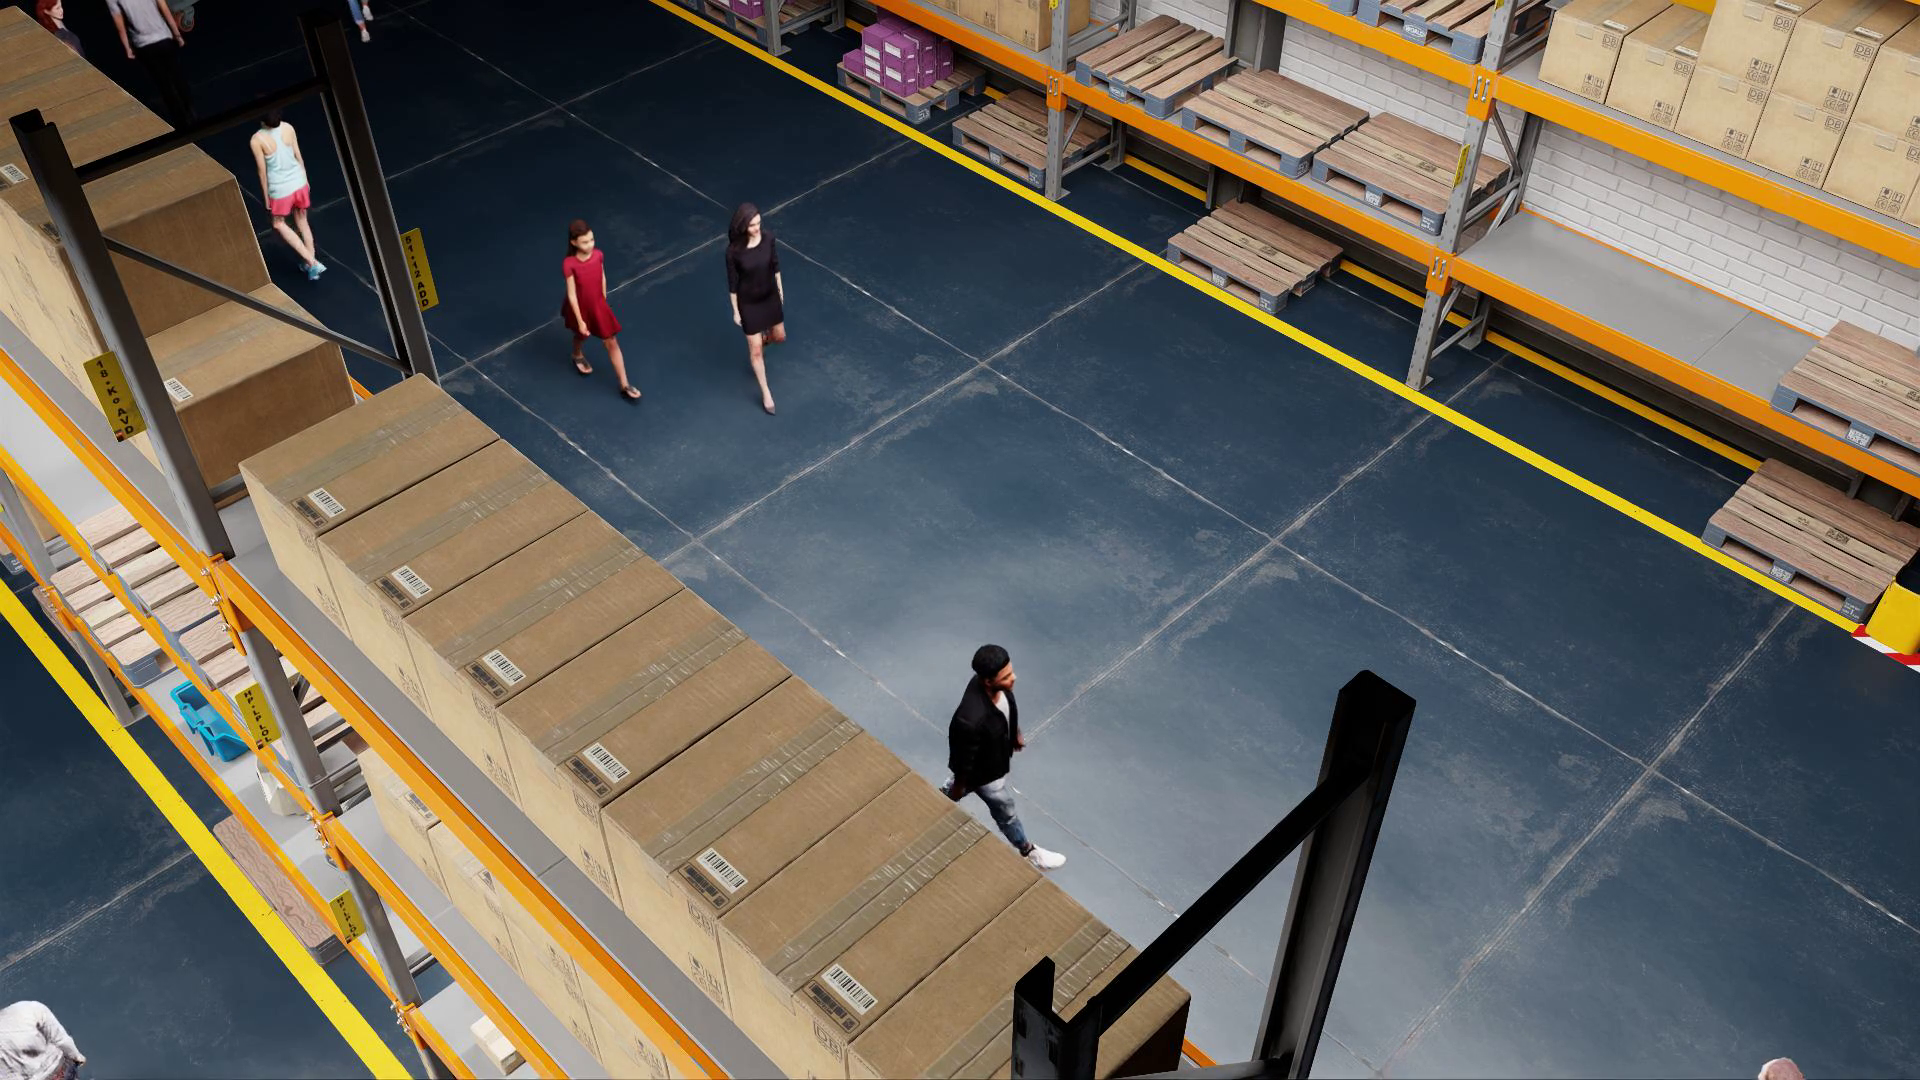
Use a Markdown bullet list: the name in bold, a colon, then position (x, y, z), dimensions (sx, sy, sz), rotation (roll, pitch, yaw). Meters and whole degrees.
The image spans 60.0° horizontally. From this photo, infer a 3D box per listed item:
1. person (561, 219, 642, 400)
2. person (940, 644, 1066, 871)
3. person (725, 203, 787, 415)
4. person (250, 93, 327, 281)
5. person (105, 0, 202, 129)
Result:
- **person**: position (-2.966, -1.858, 13.056), dimensions (0.602, 1.515, 1.075), rotation (-30, 51, -28)
- **person**: position (0.047, 1.236, 9.628), dimensions (1.283, 1.764, 1.057), rotation (12, 45, 13)
- **person**: position (-1.581, -1.845, 12.841), dimensions (0.724, 1.793, 0.932), rotation (-23, 48, -23)
- **person**: position (-5.618, -2.913, 13.987), dimensions (0.756, 1.758, 0.633), rotation (30, 51, 28)
- **person**: position (-7.628, -4.679, 15.775), dimensions (0.728, 1.850, 0.674), rotation (-27, 50, -25)
